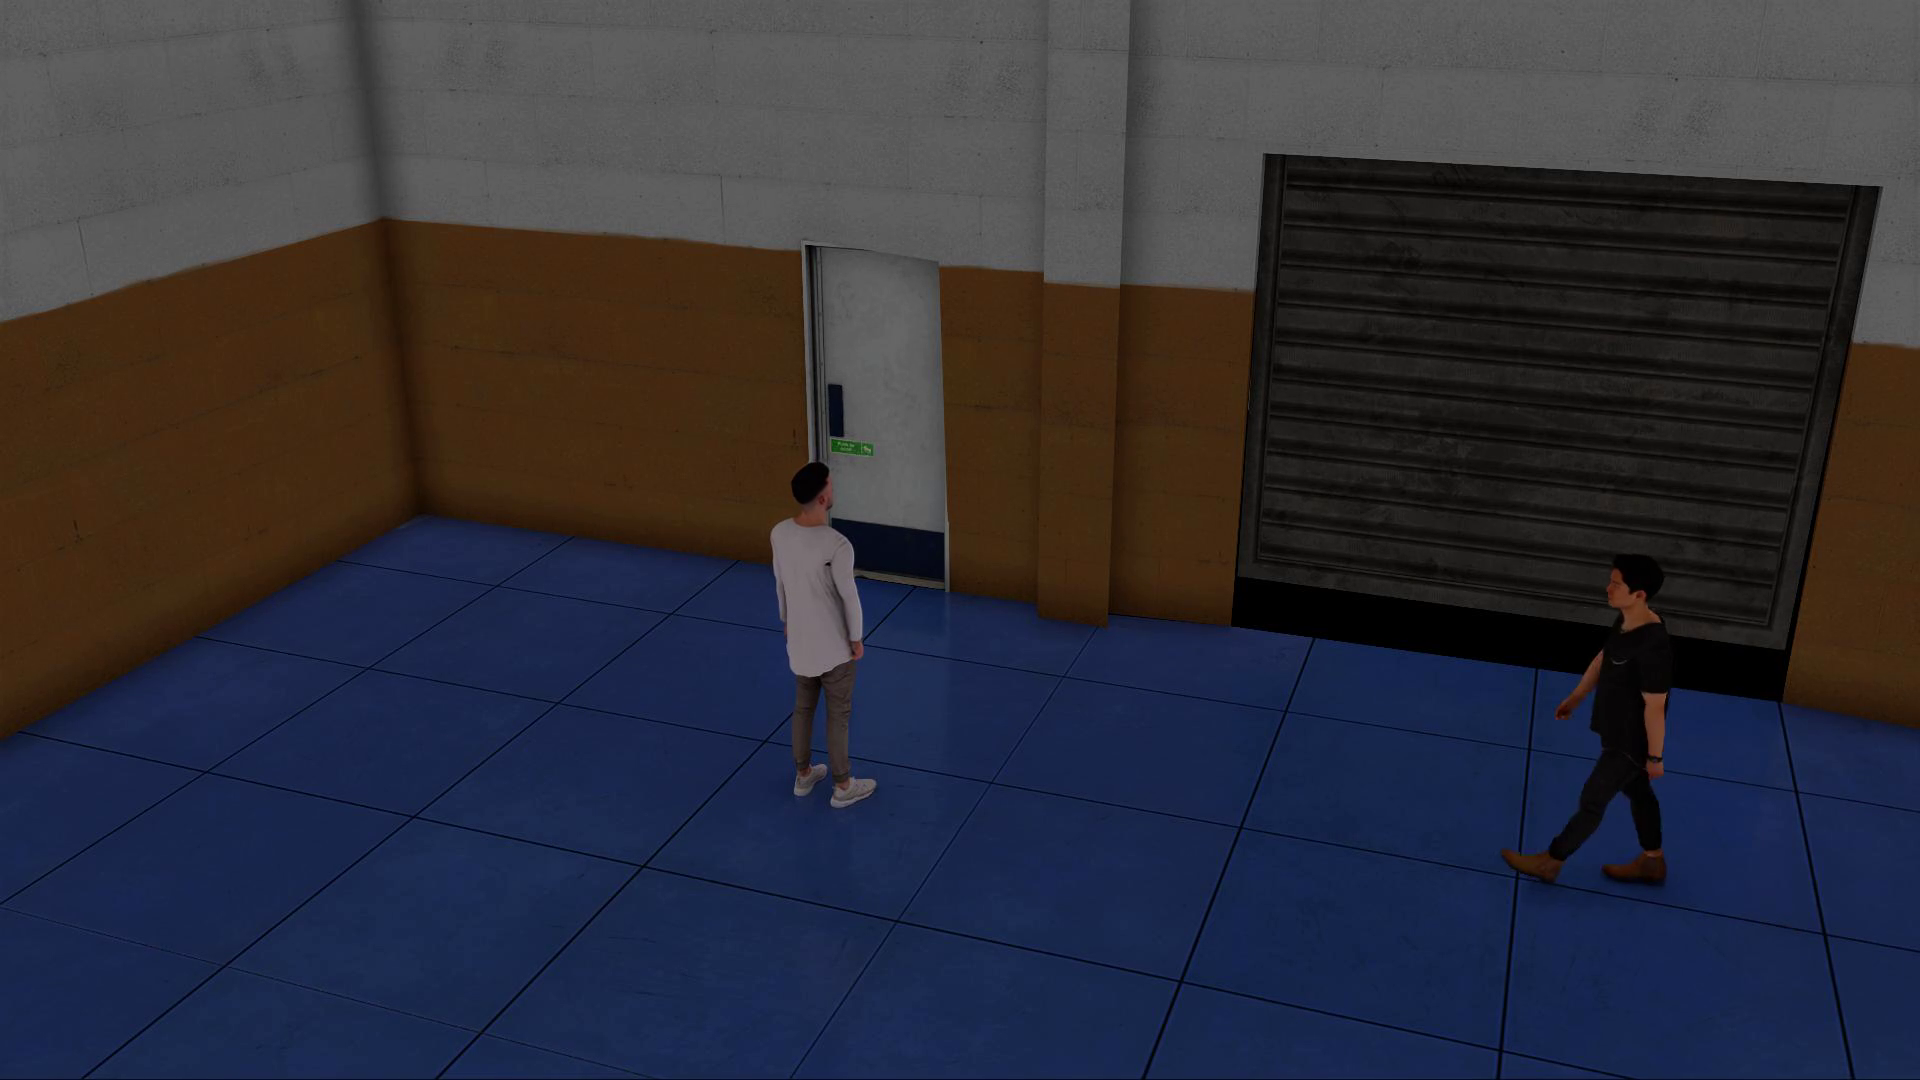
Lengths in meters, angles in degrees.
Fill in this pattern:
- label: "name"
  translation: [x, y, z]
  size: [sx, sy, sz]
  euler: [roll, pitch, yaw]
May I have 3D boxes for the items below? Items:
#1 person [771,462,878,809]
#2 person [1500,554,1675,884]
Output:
- label: "person"
  translation: [-0.703, 0.472, 8.377]
  size: [0.592, 1.841, 0.781]
  euler: [14, 26, 31]
- label: "person"
  translation: [3.148, 0.868, 7.610]
  size: [1.022, 1.677, 0.695]
  euler: [6, 23, 14]
